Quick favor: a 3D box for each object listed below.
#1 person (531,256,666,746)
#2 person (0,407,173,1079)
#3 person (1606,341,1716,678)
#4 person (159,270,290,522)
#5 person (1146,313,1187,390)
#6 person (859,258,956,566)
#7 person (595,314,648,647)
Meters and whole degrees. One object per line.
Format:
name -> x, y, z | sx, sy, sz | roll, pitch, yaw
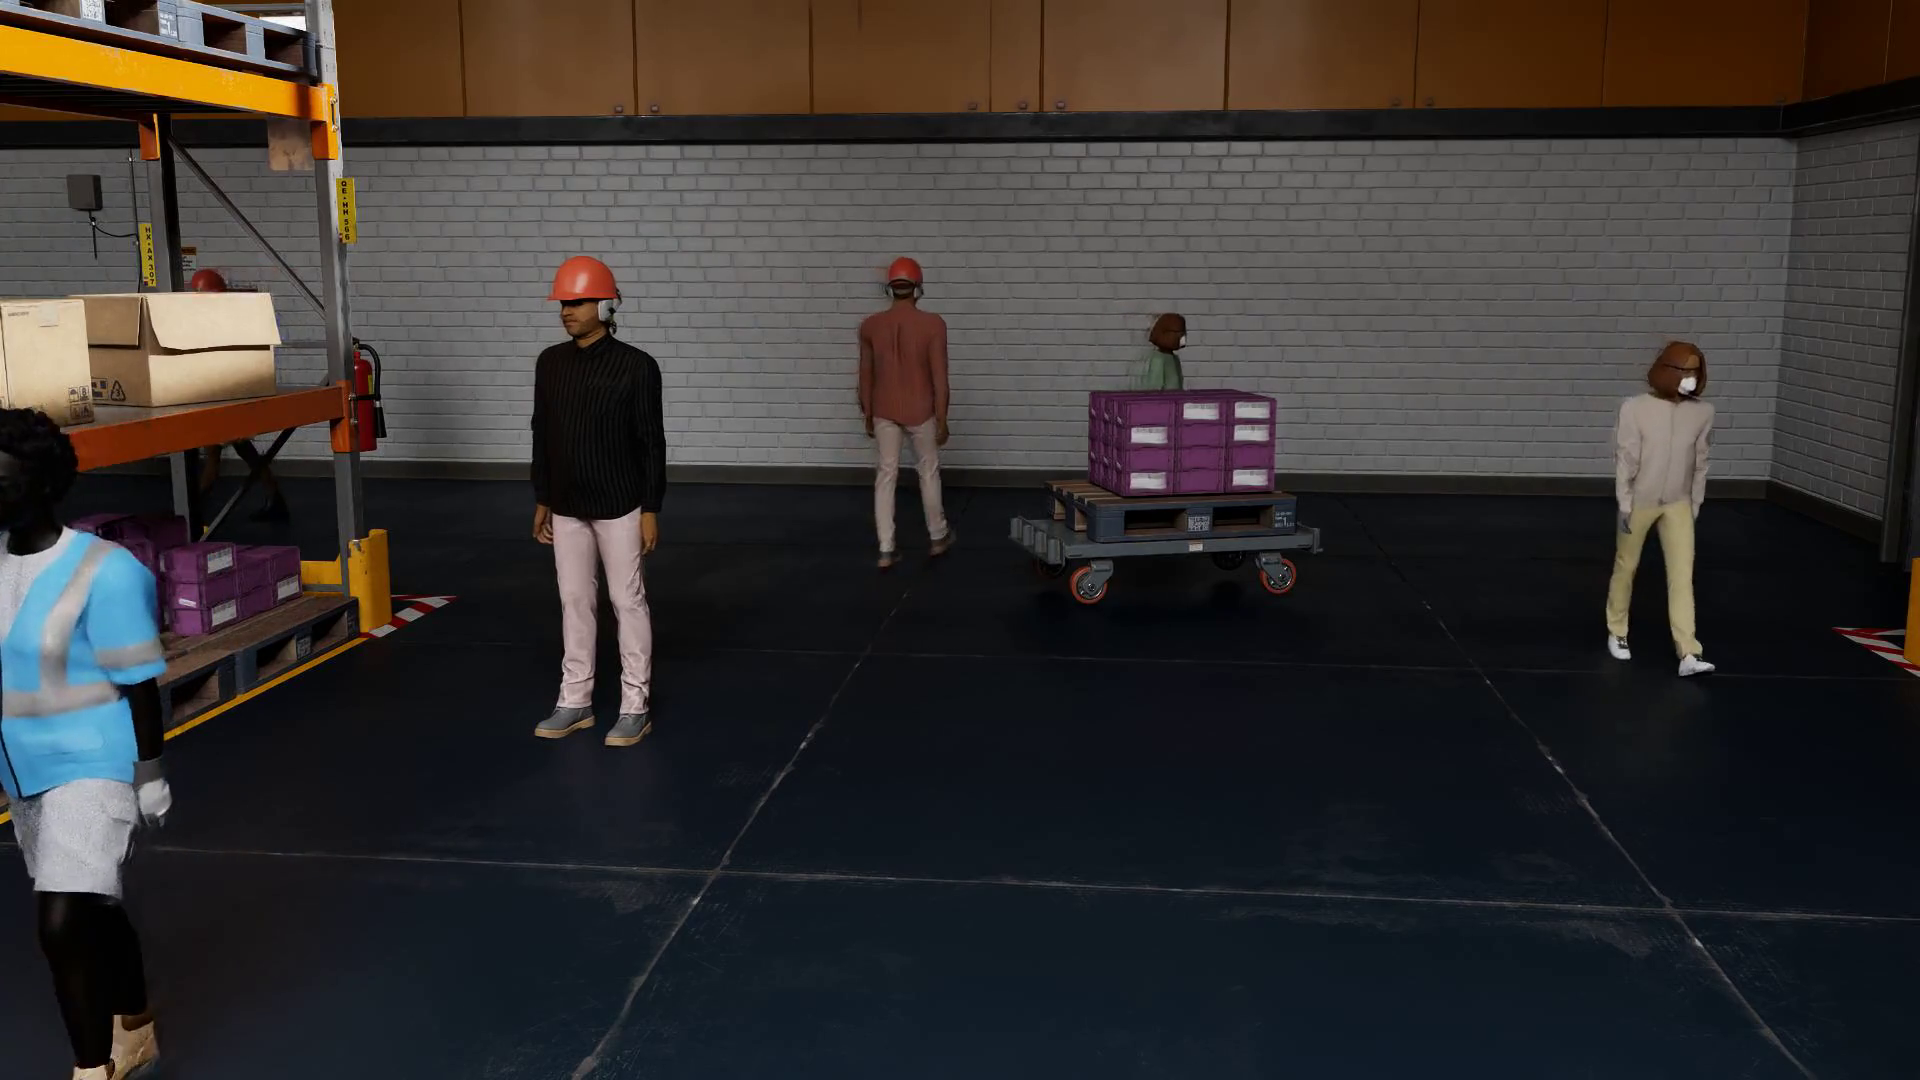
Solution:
person -> -1.494, -0.151, 6.804 | 0.610, 1.996, 0.384 | 4, 11, 22
person -> -2.068, 0.544, 3.729 | 0.540, 1.676, 0.666 | 4, 11, 21
person -> 3.351, -0.144, 7.937 | 0.509, 1.583, 0.875 | 0, 10, 0
person -> -5.382, -1.014, 12.103 | 1.013, 1.877, 0.553 | -10, 14, -44
person -> 1.400, -0.781, 11.566 | 0.839, 1.593, 0.511 | 4, 11, 20
person -> -0.322, -0.845, 10.882 | 0.645, 1.957, 0.884 | 3, 10, 16
person -> -1.839, -0.366, 8.495 | 0.586, 1.835, 0.403 | -5, 11, -27
